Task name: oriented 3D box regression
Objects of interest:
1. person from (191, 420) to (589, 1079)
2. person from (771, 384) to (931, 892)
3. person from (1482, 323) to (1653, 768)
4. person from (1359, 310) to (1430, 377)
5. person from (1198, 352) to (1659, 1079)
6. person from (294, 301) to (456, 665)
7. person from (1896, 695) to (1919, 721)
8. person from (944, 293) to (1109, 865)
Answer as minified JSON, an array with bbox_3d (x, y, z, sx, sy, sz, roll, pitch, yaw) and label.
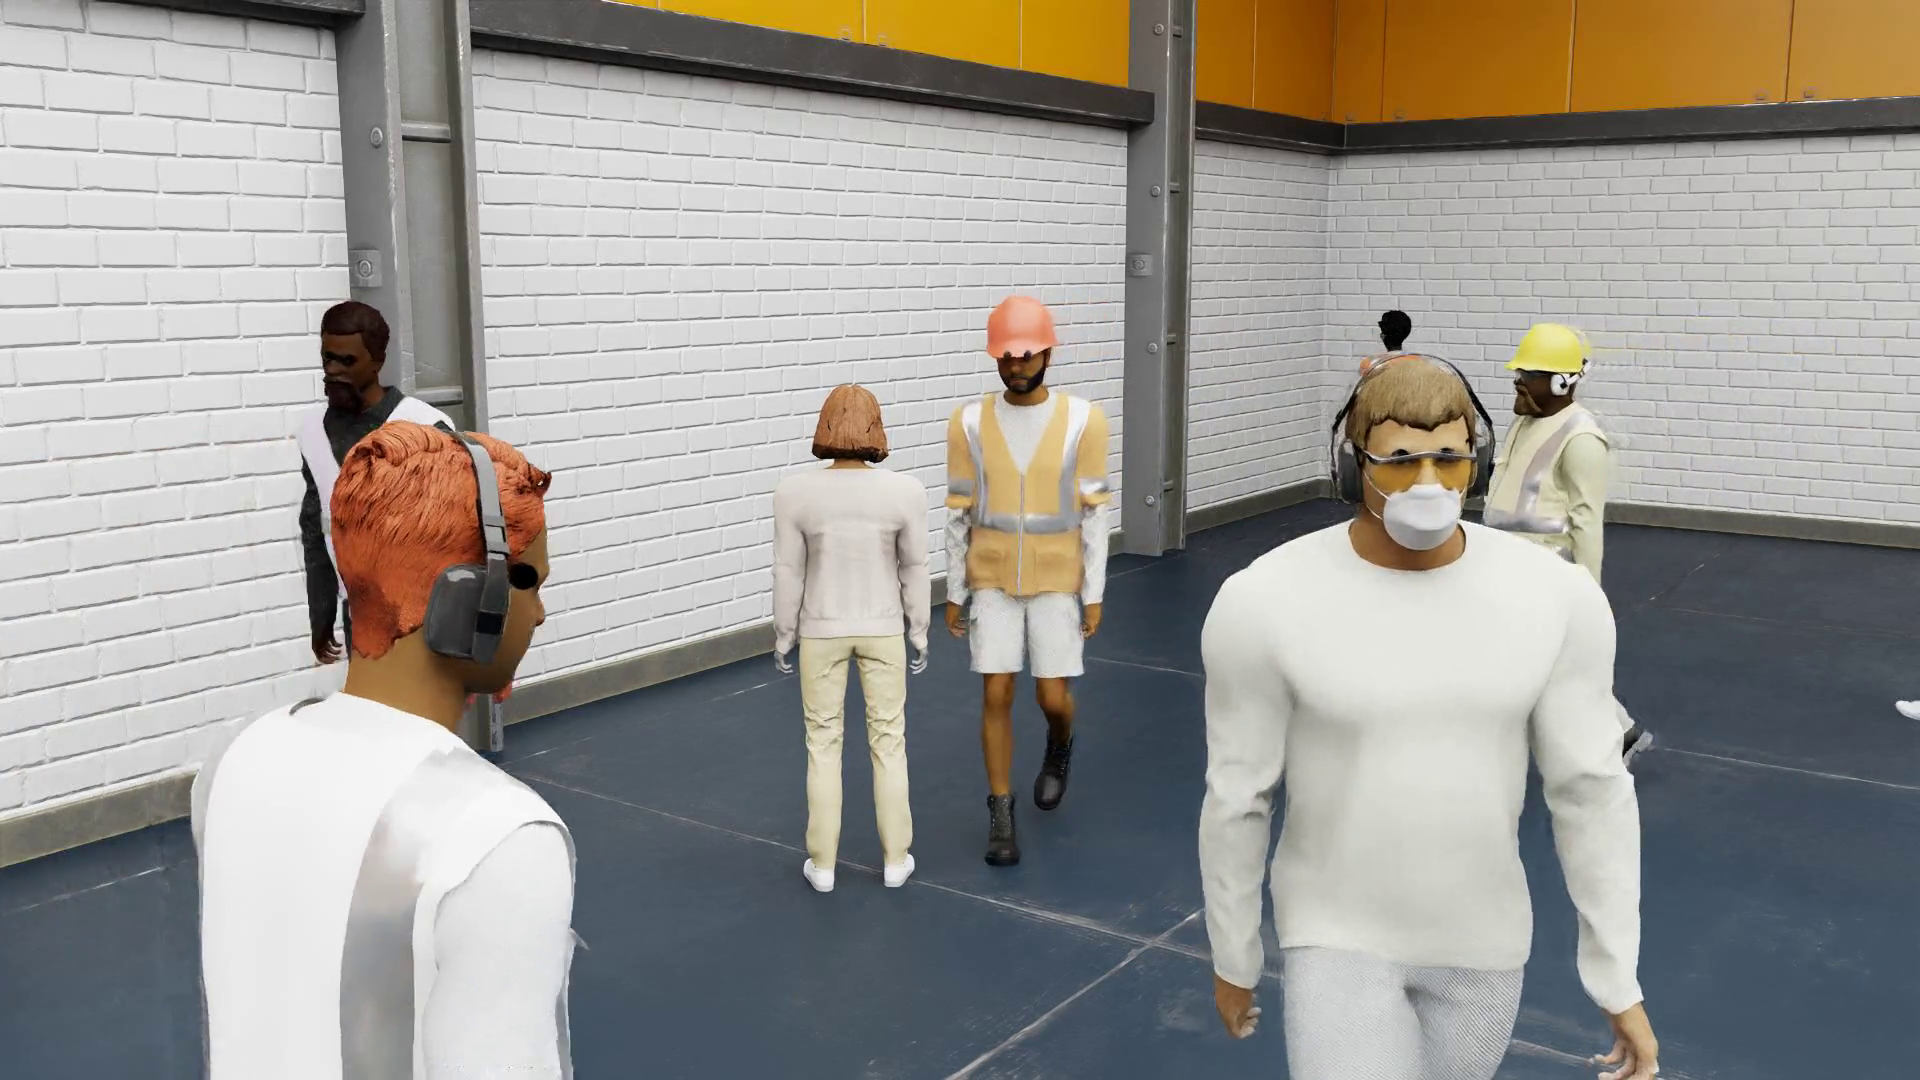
[{"bbox_3d":[-0.538,0.798,1.816,0.606,1.853,0.795,7,12,36],"label":"person"},{"bbox_3d":[-0.347,0.319,5.349,0.508,1.632,0.265,-1,10,-6],"label":"person"},{"bbox_3d":[2.238,0.083,6.267,0.878,1.804,0.594,0,10,-1],"label":"person"},{"bbox_3d":[2.894,-0.688,11.153,0.541,1.696,0.316,-2,10,-14],"label":"person"},{"bbox_3d":[0.709,0.652,2.621,0.650,1.884,1.027,0,10,-3],"label":"person"},{"bbox_3d":[-1.800,0.237,5.149,0.673,1.873,0.572,5,11,27],"label":"person"},{"bbox_3d":[4.387,0.080,6.933,0.511,1.587,0.883,-2,10,-11],"label":"person"},{"bbox_3d":[0.229,0.121,5.671,0.560,1.919,0.632,1,10,9],"label":"person"}]
